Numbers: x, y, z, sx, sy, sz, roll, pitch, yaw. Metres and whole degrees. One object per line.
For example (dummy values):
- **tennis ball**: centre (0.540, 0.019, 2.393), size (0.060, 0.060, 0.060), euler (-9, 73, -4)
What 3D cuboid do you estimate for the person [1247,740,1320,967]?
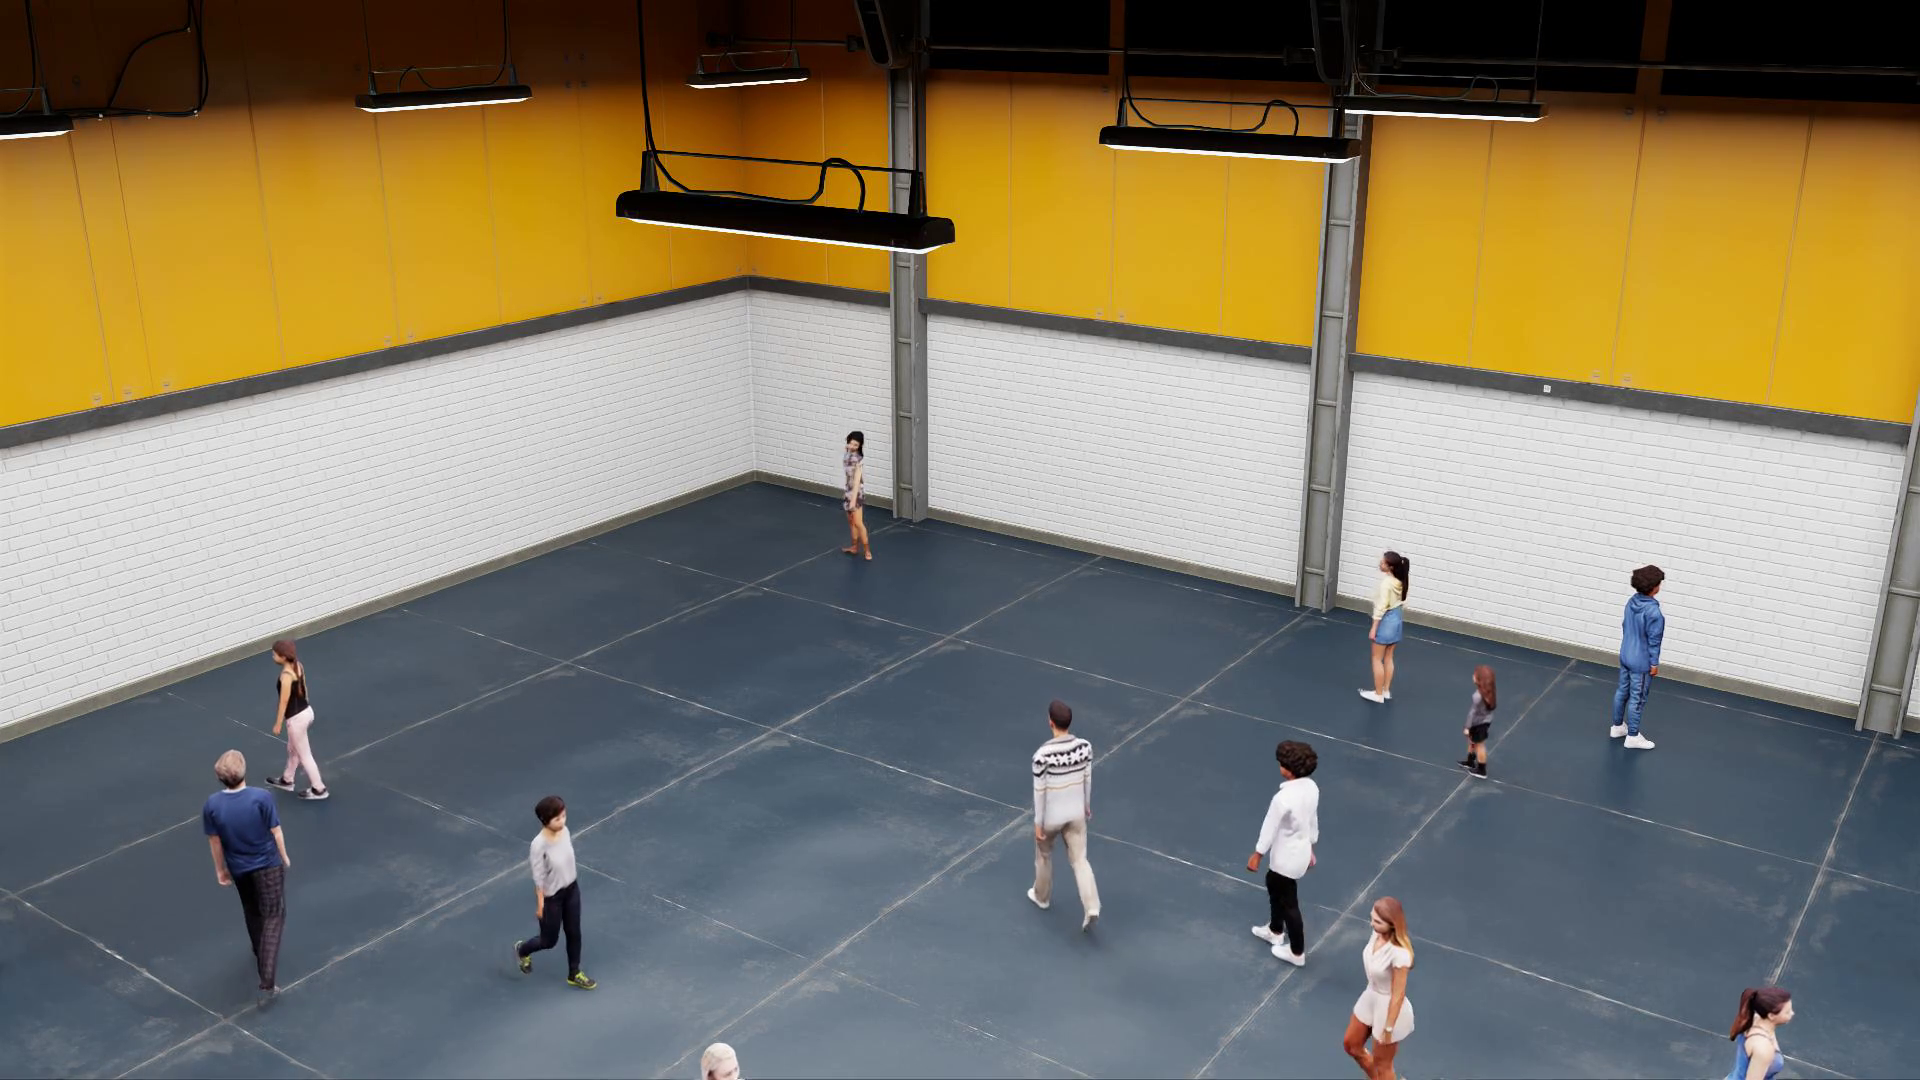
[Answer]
- **person**: centre (2.506, 2.351, 12.330), size (0.766, 1.791, 0.668), euler (15, 24, 38)

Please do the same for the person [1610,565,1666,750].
- **person**: centre (6.532, 1.103, 16.000), size (0.816, 1.814, 0.754), euler (-3, 19, -10)

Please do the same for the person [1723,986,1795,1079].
- **person**: centre (4.544, 3.318, 9.816), size (1.135, 1.564, 0.856), euler (4, 19, 10)

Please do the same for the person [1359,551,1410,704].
- **person**: centre (4.366, 0.865, 17.009), size (0.711, 1.622, 0.634), euler (-12, 22, -31)

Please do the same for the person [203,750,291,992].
- **person**: centre (-5.116, 2.418, 12.055), size (1.128, 1.840, 1.142), euler (-1, 19, -4)

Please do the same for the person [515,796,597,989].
- **person**: centre (-2.991, 2.558, 12.110), size (0.876, 1.539, 0.629), euler (9, 20, 24)

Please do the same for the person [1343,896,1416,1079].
- **person**: centre (2.785, 2.994, 10.592), size (0.780, 1.683, 0.719), euler (-3, 19, -10)

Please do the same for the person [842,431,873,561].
- **person**: centre (-1.357, -0.605, 21.227), size (0.862, 1.716, 0.705), euler (-3, 19, -9)

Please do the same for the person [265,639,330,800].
- **person**: centre (-5.879, 1.612, 14.907), size (0.923, 1.548, 0.815), euler (0, 19, 0)

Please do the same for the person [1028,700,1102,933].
- **person**: centre (0.829, 2.151, 12.855), size (1.084, 1.836, 1.237), euler (-7, 20, -21)

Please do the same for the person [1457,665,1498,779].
- **person**: centre (4.864, 1.688, 15.387), size (0.531, 1.097, 0.491), euler (14, 23, 35)
